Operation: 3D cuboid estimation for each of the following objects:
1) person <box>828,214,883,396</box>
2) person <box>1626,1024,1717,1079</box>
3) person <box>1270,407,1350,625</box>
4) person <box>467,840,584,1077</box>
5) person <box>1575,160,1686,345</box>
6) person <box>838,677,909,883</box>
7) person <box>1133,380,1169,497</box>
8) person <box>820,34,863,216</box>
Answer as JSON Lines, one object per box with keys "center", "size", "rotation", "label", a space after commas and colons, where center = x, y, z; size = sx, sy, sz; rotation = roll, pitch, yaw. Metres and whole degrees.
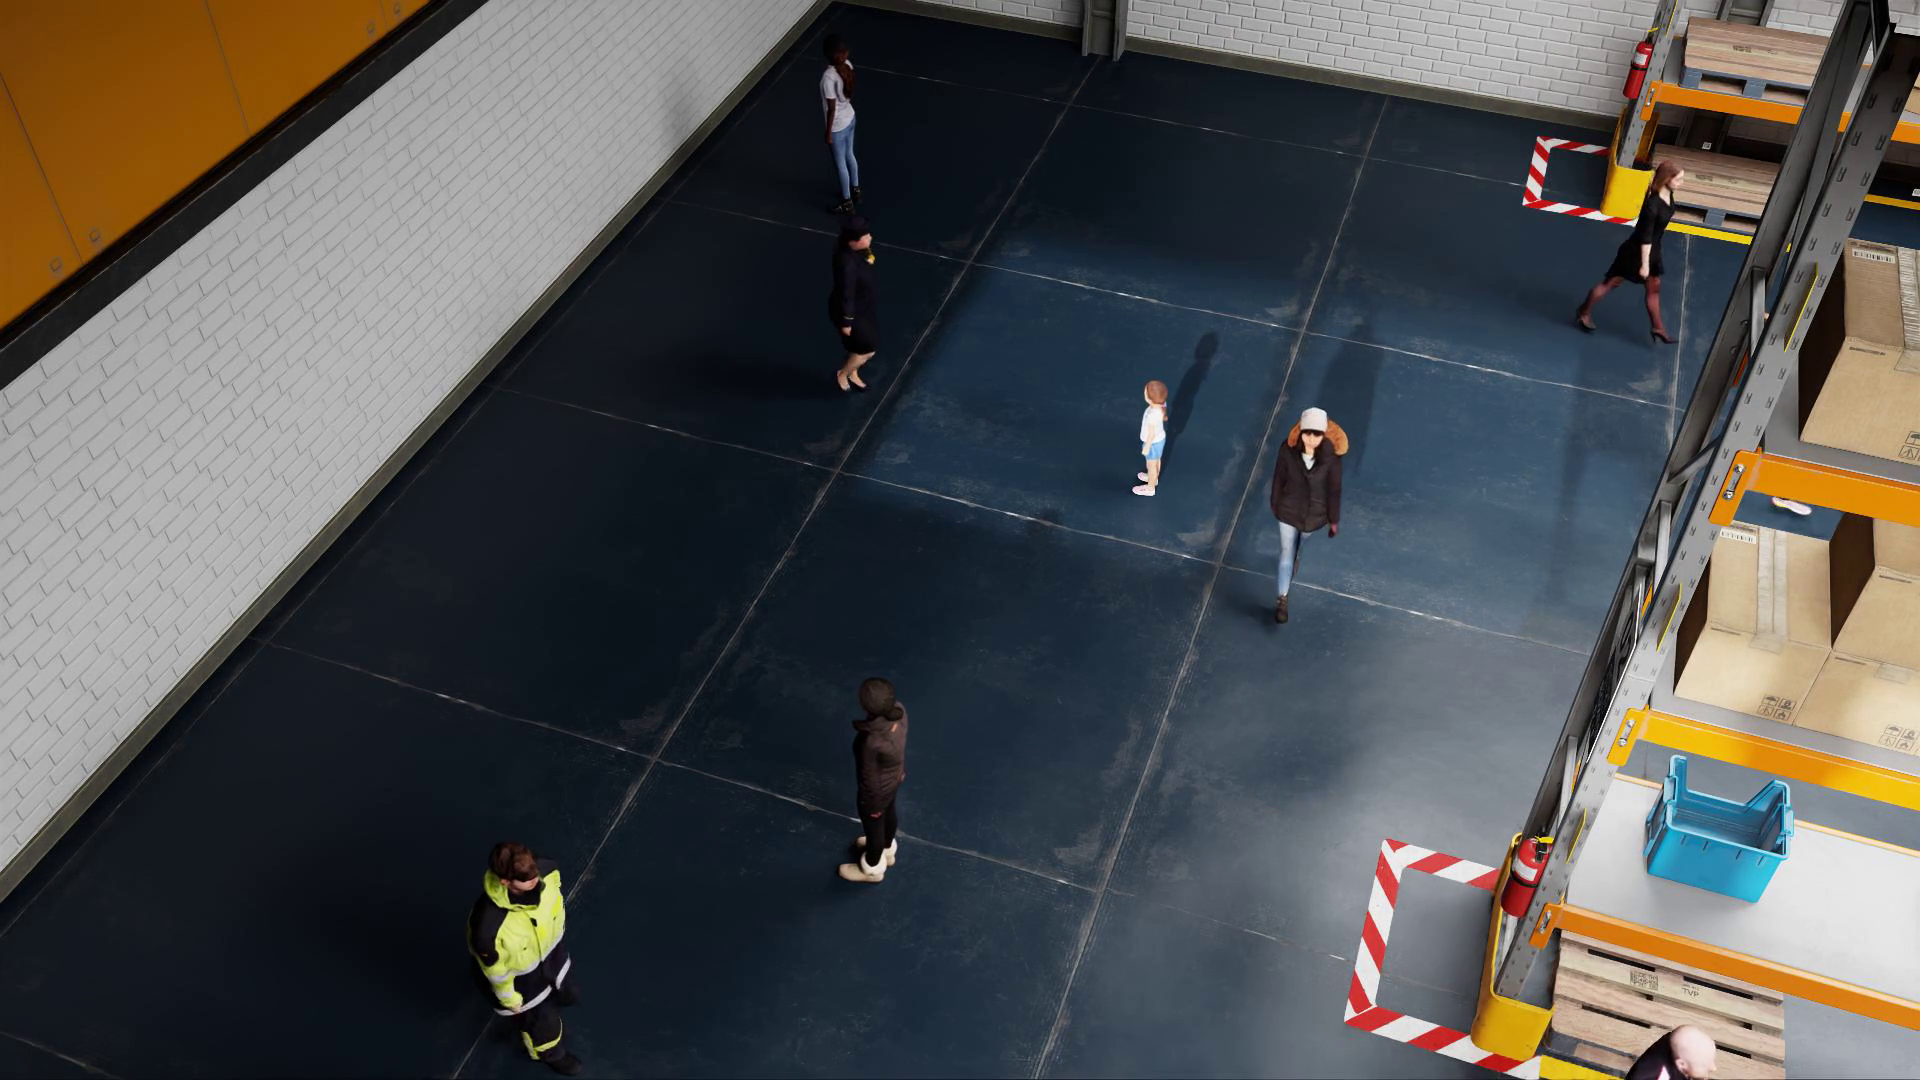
{"center": [-0.905, -1.789, 12.887], "size": [0.785, 1.660, 0.802], "rotation": [1, 44, 1], "label": "person"}
{"center": [3.160, 2.794, 7.966], "size": [1.183, 1.812, 0.958], "rotation": [33, 53, 30], "label": "person"}
{"center": [2.354, -0.283, 11.353], "size": [1.028, 1.595, 0.830], "rotation": [5, 44, 6], "label": "person"}
{"center": [-2.336, 2.116, 8.579], "size": [0.961, 1.949, 0.839], "rotation": [20, 47, 20], "label": "person"}
{"center": [5.400, -2.339, 13.463], "size": [1.140, 1.662, 0.819], "rotation": [27, 50, 26], "label": "person"}
{"center": [-0.447, 1.392, 9.544], "size": [0.556, 1.665, 0.623], "rotation": [14, 45, 14], "label": "person"}
{"center": [1.431, -0.761, 12.272], "size": [0.417, 1.019, 0.417], "rotation": [16, 46, 16], "label": "person"}
{"center": [-1.072, -3.716, 14.867], "size": [0.509, 1.719, 0.576], "rotation": [16, 46, 16], "label": "person"}
